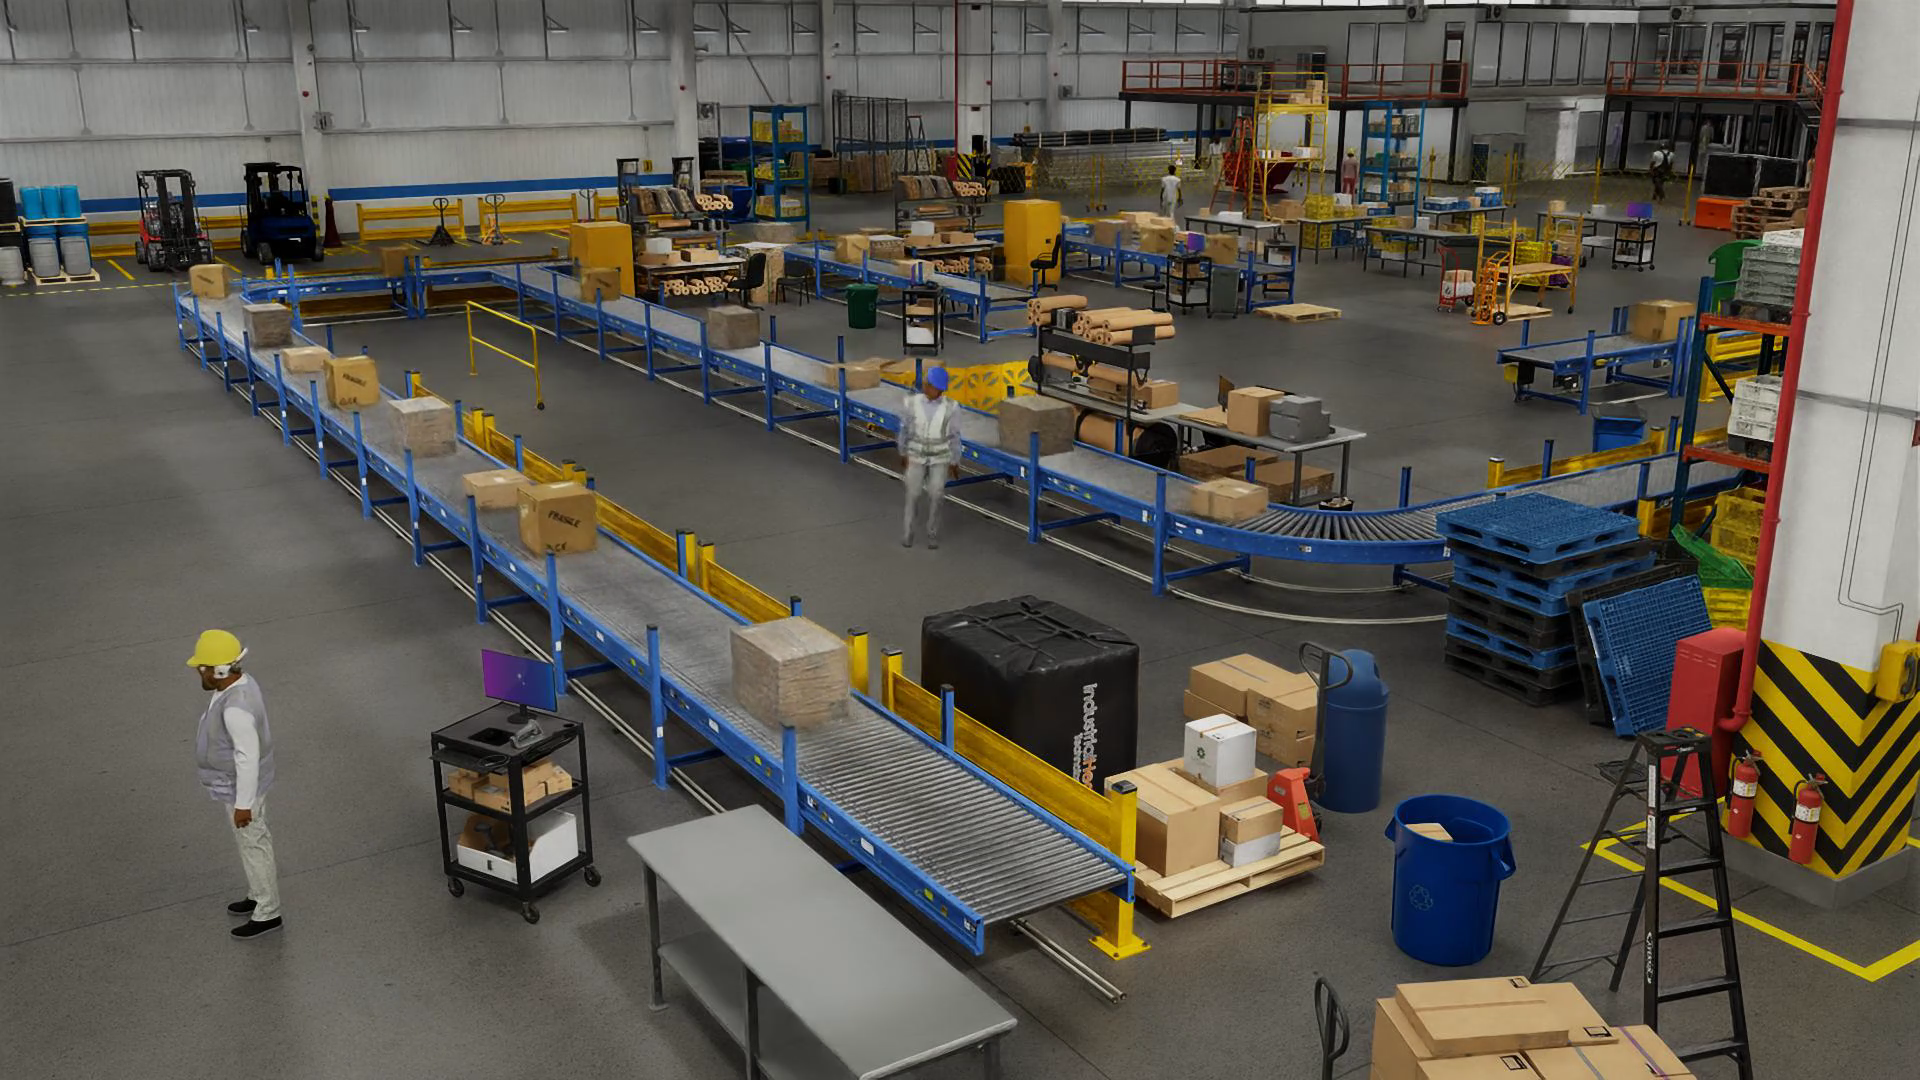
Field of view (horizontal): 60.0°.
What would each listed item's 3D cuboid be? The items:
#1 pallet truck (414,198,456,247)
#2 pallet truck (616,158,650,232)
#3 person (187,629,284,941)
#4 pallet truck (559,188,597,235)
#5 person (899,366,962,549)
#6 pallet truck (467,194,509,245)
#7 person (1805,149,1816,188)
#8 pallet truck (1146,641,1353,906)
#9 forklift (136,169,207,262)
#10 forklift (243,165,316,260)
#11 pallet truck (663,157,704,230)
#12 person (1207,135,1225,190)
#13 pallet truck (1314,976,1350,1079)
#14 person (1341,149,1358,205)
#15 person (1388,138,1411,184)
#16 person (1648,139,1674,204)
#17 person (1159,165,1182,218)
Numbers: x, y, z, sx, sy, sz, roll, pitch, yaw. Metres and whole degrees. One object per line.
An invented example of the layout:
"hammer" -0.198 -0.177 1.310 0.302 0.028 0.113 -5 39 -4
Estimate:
"pallet truck" -13.250 -8.060 41.856 0.680 1.201 1.601 -10 20 -31
"pallet truck" -8.918 -9.176 44.255 0.823 1.965 1.885 -9 19 -27
"person" -4.097 1.372 9.435 0.404 1.830 0.603 -7 18 -23
"pallet truck" -10.010 -8.652 43.699 0.653 1.274 1.630 -10 20 -31
"person" -0.294 -0.815 16.592 0.632 1.900 0.545 1 17 2
"pallet truck" -11.983 -8.177 42.137 0.704 1.261 1.522 -11 20 -33
"person" 25.169 -10.595 49.098 0.543 1.927 0.384 -13 21 -36
"pallet truck" 1.664 1.407 10.232 1.630 1.274 0.653 -10 20 -31
"forklift" -17.842 -7.318 37.559 1.157 1.987 2.680 -10 20 -31
"forklift" -15.898 -7.669 38.708 1.157 1.987 2.680 -11 20 -33
"pallet truck" -7.586 -9.308 44.692 0.823 1.965 1.885 -11 20 -33
"person" 8.839 -13.041 57.419 0.596 1.824 1.000 4 17 12
"pallet truck" 2.299 2.390 7.086 1.601 1.201 0.680 -2 17 -7
"person" 11.959 -11.103 51.079 0.526 1.761 0.333 7 18 22
"person" 15.822 -13.769 59.719 0.604 1.896 0.935 -11 20 -33
"person" 22.035 -11.609 52.275 0.683 2.000 0.972 -4 17 -13
"person" 5.538 -8.920 43.679 0.568 1.830 0.893 3 17 9
